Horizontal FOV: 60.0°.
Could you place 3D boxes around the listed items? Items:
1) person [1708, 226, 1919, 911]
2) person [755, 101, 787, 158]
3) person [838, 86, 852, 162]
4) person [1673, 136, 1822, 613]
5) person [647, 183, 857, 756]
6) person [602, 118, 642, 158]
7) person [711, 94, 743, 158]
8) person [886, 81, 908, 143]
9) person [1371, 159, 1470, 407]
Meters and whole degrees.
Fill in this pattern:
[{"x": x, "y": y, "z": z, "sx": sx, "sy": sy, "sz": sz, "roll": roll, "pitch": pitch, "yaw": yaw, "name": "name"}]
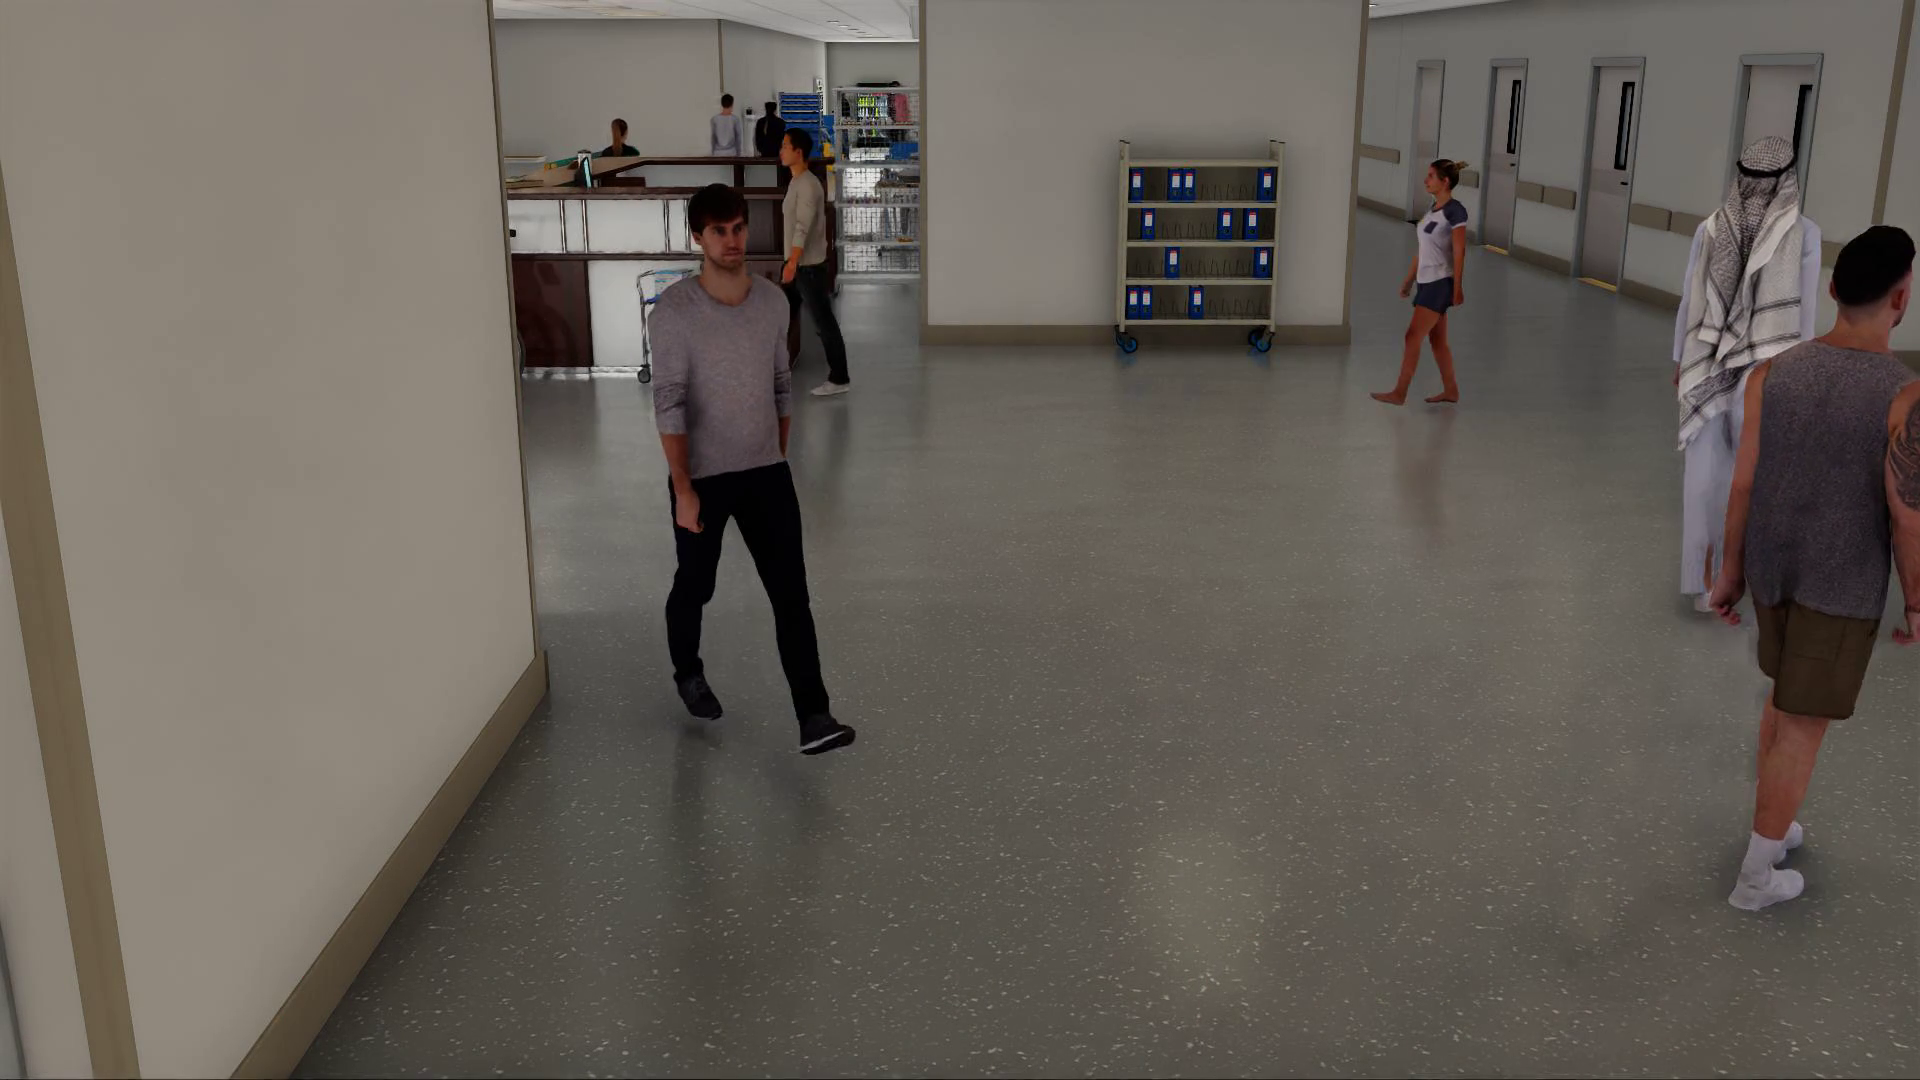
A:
[{"x": 2.173, "y": 0.128, "z": 4.299, "sx": 0.938, "sy": 1.829, "sz": 0.858, "roll": -11, "pitch": 19, "yaw": -35, "name": "person"}, {"x": -3.234, "y": -6.598, "z": 28.314, "sx": 0.913, "sy": 1.658, "sz": 0.874, "roll": 4, "pitch": 16, "yaw": 12, "name": "person"}, {"x": -2.855, "y": -10.189, "z": 40.767, "sx": 0.721, "sy": 1.813, "sz": 0.762, "roll": -5, "pitch": 17, "yaw": -18, "name": "person"}, {"x": 3.119, "y": -0.629, "z": 6.704, "sx": 1.205, "sy": 1.896, "sz": 1.177, "roll": 11, "pitch": 19, "yaw": 34, "name": "person"}, {"x": -0.800, "y": -0.203, "z": 5.385, "sx": 1.219, "sy": 1.791, "sz": 1.135, "roll": -10, "pitch": 19, "yaw": -31, "name": "person"}, {"x": -3.625, "y": -3.614, "z": 17.758, "sx": 1.142, "sy": 1.643, "sz": 0.955, "roll": 6, "pitch": 17, "yaw": 20, "name": "person"}, {"x": -3.459, "y": -5.592, "z": 24.457, "sx": 1.008, "sy": 1.815, "sz": 0.745, "roll": 1, "pitch": 16, "yaw": 3, "name": "person"}, {"x": -1.423, "y": -9.584, "z": 38.380, "sx": 0.682, "sy": 1.944, "sz": 0.770, "roll": 3, "pitch": 16, "yaw": 10, "name": "person"}, {"x": 3.194, "y": -1.657, "z": 10.901, "sx": 0.830, "sy": 1.597, "sz": 0.564, "roll": 0, "pitch": 16, "yaw": 1, "name": "person"}]
